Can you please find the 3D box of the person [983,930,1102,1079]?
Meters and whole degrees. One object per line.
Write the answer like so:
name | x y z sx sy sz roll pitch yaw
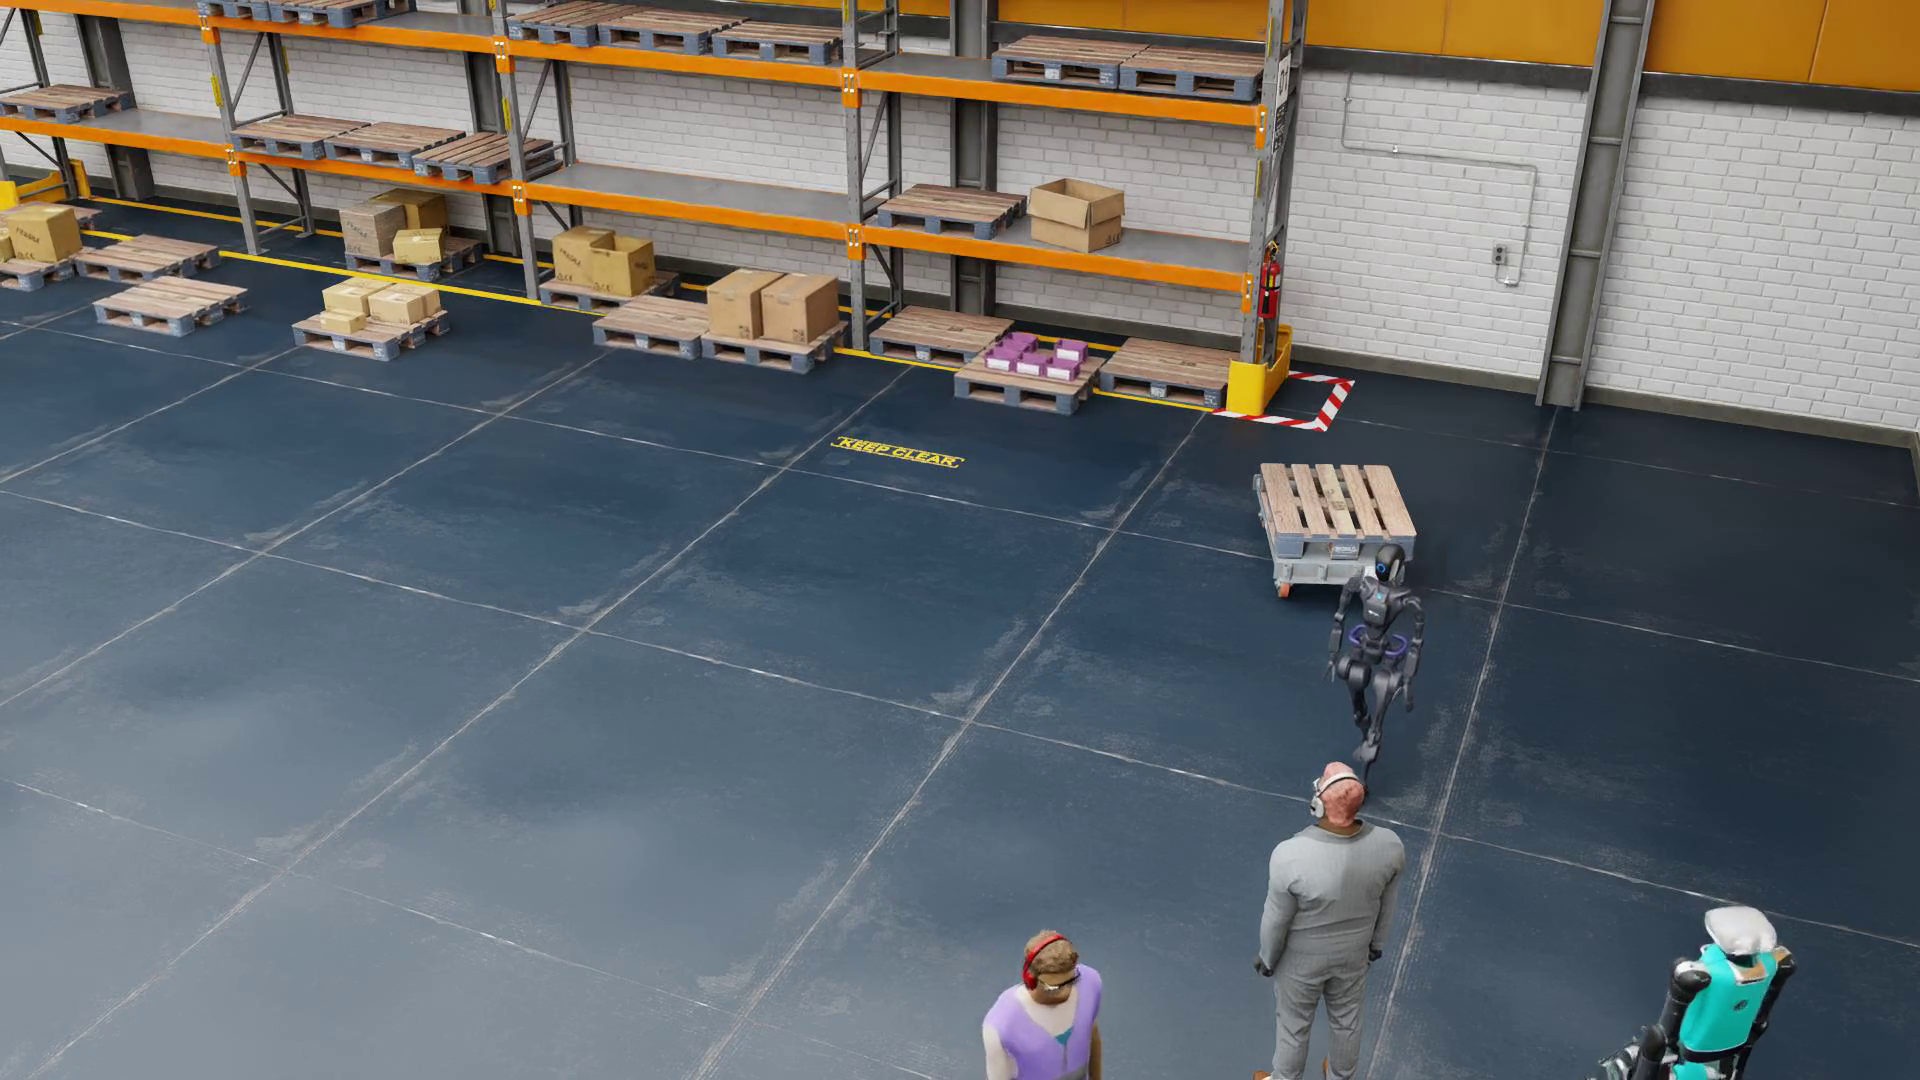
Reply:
person | 0.379 2.337 6.695 0.589 1.829 0.564 -17 32 -29

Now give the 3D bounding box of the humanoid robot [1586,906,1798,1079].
humanoid robot | 2.996 2.127 7.231 0.547 1.775 0.955 -6 28 -12

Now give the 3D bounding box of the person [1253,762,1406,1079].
person | 1.648 1.830 7.594 0.637 1.913 0.412 -6 28 -11

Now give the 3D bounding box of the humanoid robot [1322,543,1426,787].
humanoid robot | 2.476 0.748 10.001 0.590 1.620 0.799 17 32 29
